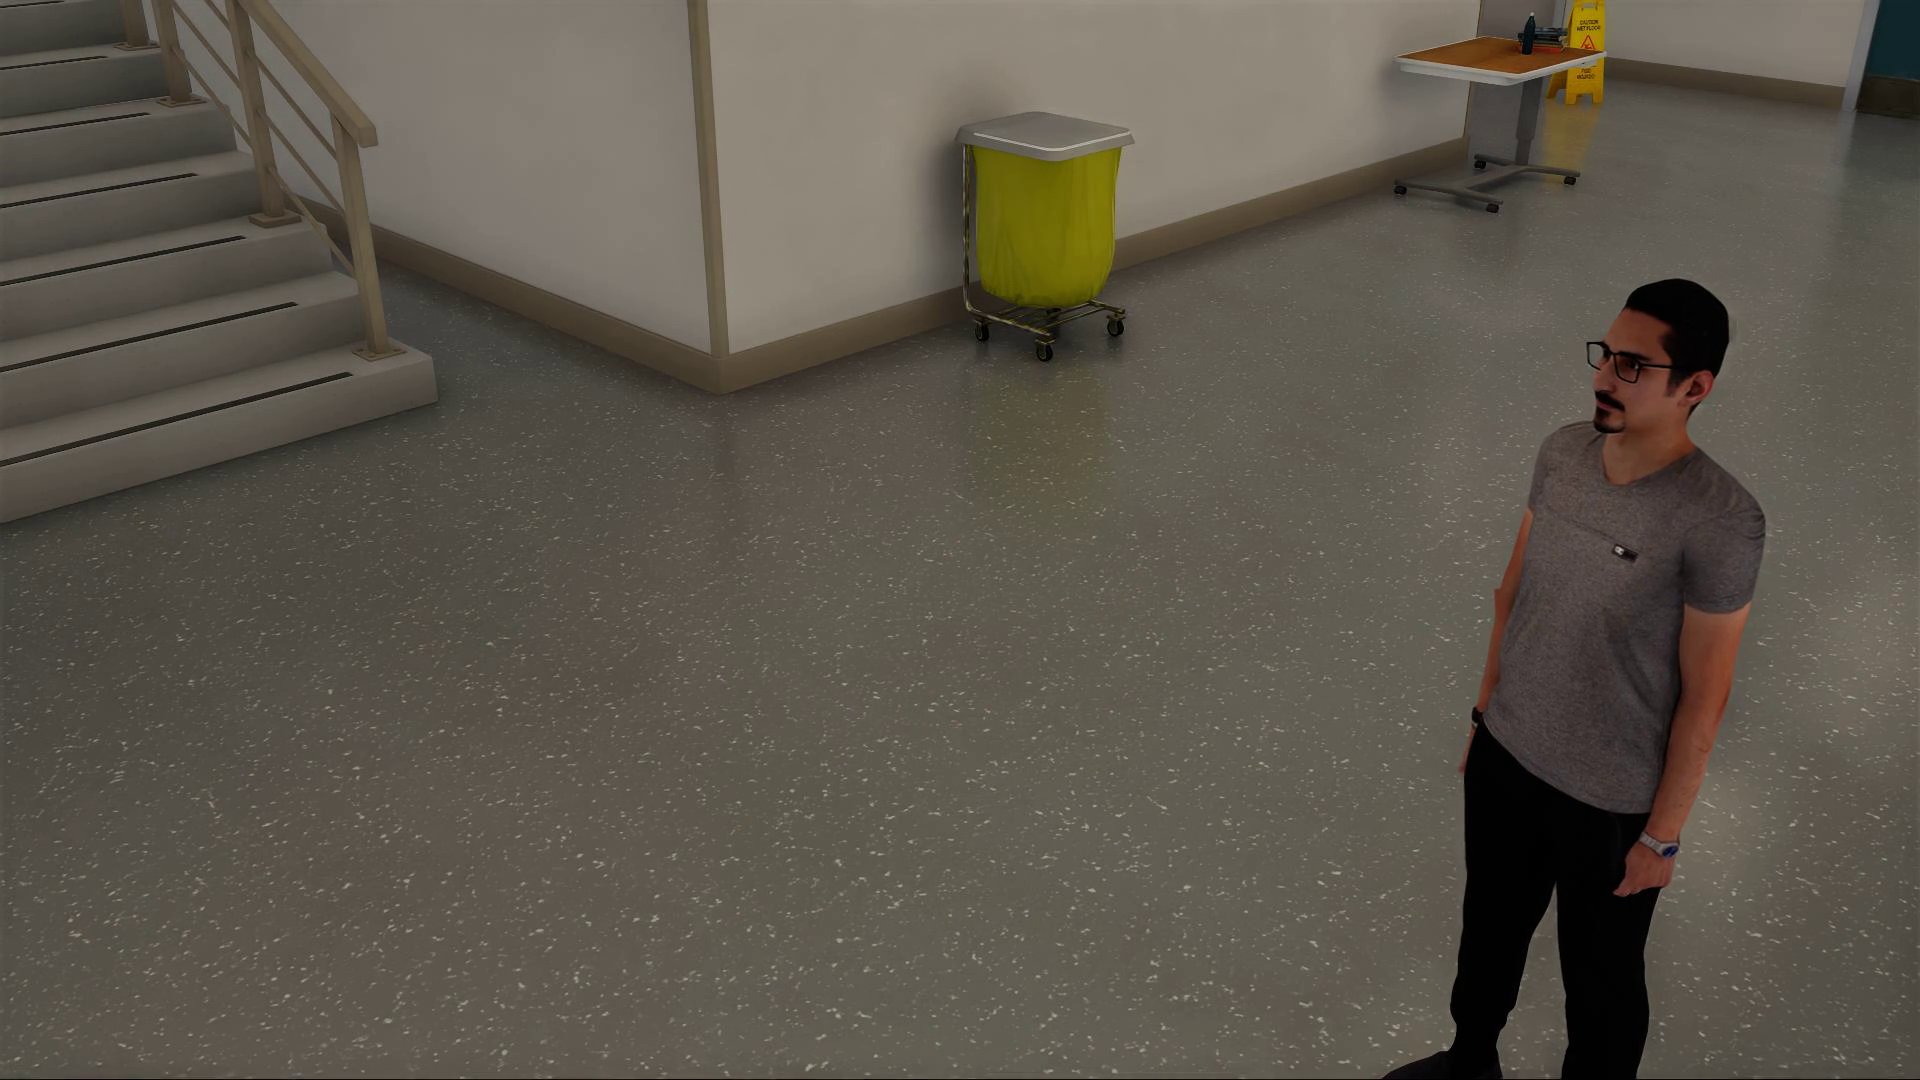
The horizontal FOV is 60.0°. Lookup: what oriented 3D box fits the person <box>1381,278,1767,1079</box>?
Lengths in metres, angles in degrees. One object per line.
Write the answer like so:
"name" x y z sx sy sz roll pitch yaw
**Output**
"person" 1.089 0.389 2.911 0.725 1.755 0.576 -14 29 -26
